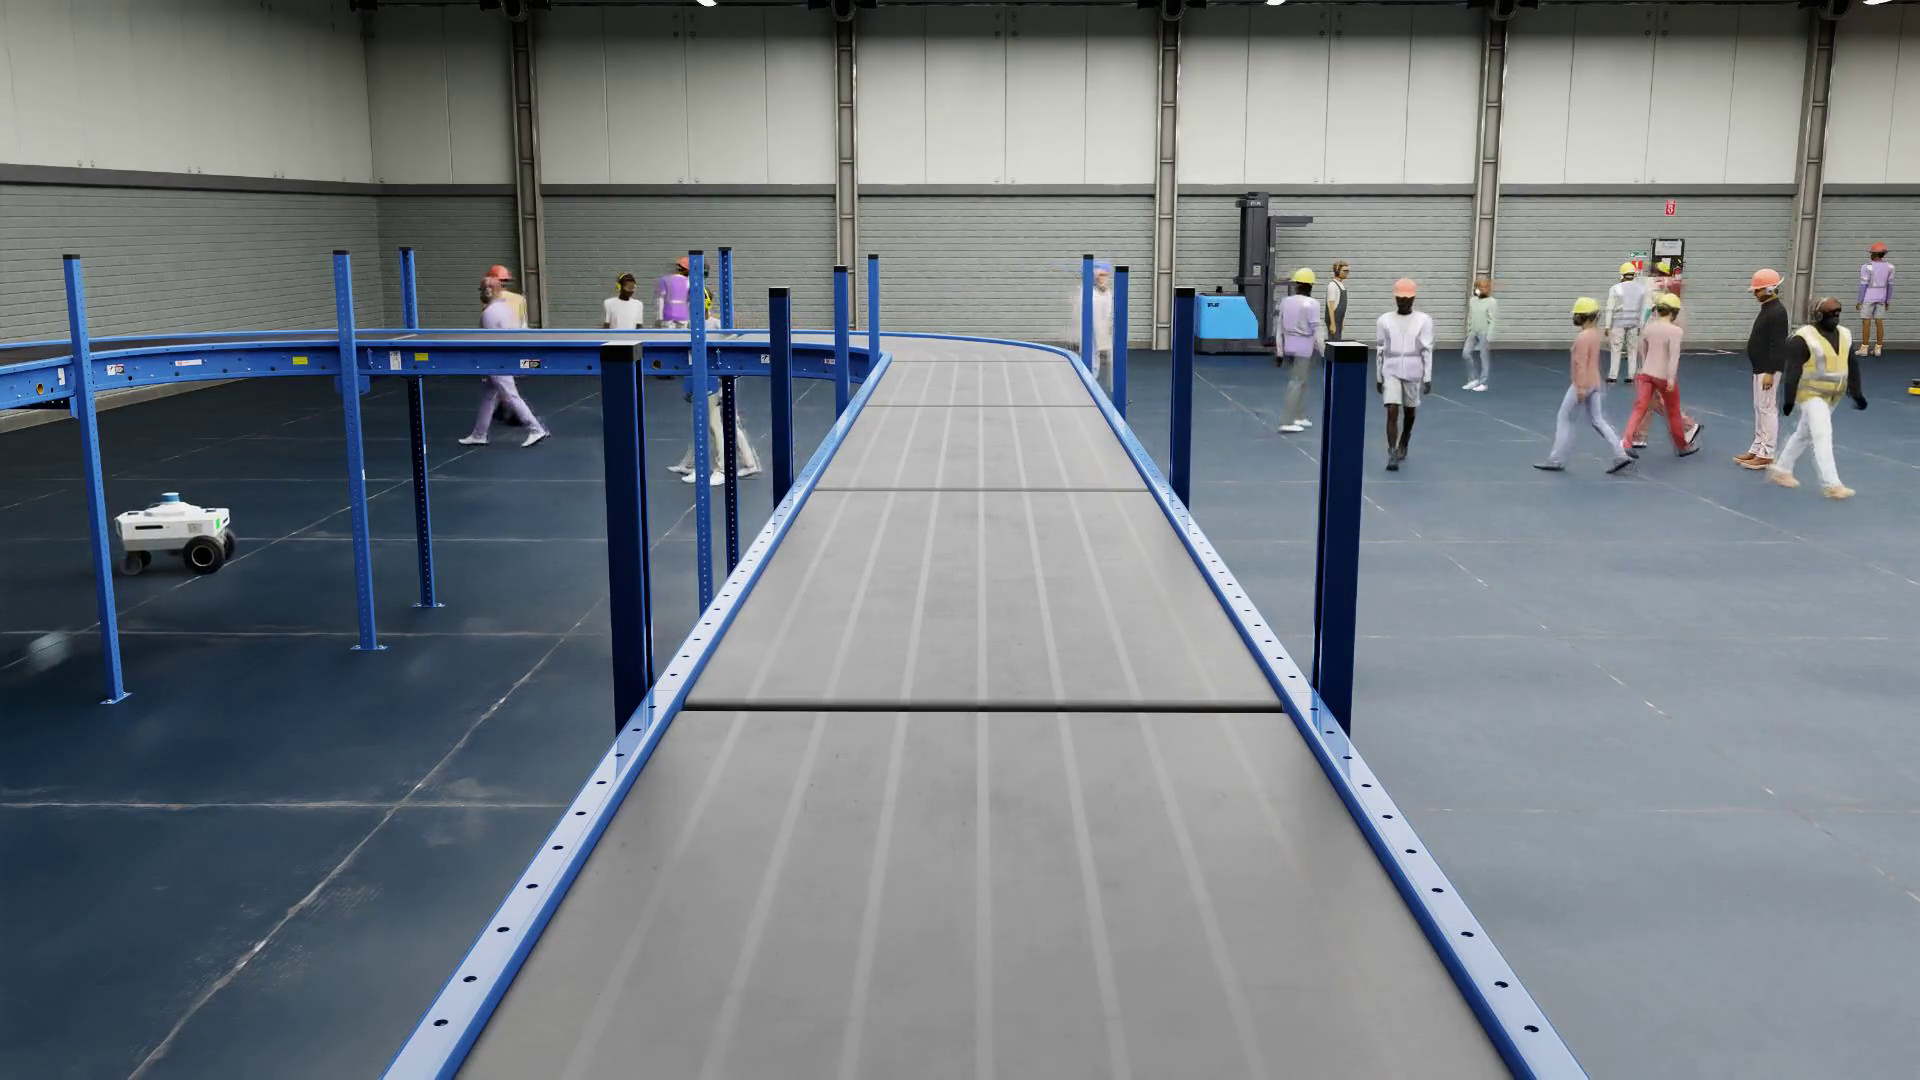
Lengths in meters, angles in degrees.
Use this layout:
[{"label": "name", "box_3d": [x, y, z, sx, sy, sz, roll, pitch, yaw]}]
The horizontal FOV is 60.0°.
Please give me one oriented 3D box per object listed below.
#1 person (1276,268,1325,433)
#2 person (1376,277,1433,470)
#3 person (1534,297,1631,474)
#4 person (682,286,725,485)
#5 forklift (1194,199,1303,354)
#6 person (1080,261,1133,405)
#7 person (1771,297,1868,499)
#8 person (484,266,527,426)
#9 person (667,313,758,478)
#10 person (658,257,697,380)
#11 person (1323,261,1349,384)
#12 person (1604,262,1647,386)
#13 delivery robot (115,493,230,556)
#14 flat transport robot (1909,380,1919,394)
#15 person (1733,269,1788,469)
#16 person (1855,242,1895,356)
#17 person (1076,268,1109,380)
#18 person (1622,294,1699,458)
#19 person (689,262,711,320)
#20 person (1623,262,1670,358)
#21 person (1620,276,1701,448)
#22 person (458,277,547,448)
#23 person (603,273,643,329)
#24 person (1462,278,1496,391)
[{"label": "person", "box_3d": [4.054, -2.216, 19.475, 0.743, 1.901, 0.597, -6, 12, -27]}, {"label": "person", "box_3d": [4.479, -1.699, 16.809, 0.549, 1.913, 0.885, 3, 11, 15]}, {"label": "person", "box_3d": [6.206, -1.522, 16.367, 0.877, 1.732, 0.537, 9, 14, 40]}, {"label": "person", "box_3d": [-2.399, -1.455, 15.652, 0.534, 1.866, 0.309, 8, 14, 36]}, {"label": "forklift", "box_3d": [5.313, -4.851, 30.603, 1.873, 2.768, 1.129, 0, 11, 1]}, {"label": "person", "box_3d": [1.894, -2.698, 21.934, 0.892, 1.911, 0.635, 10, 15, 41]}, {"label": "person", "box_3d": [7.817, -1.316, 15.169, 0.629, 1.795, 0.993, -5, 12, -23]}, {"label": "person", "box_3d": [-5.606, -2.355, 20.167, 0.856, 1.905, 0.578, 7, 13, 32]}, {"label": "person", "box_3d": [-2.372, -1.384, 15.992, 0.890, 1.587, 0.529, -1, 11, -4]}, {"label": "person", "box_3d": [-4.389, -3.431, 25.793, 0.665, 1.885, 0.364, 0, 11, -2]}, {"label": "person", "box_3d": [5.659, -3.267, 25.018, 0.332, 1.844, 0.508, 6, 12, 27]}, {"label": "person", "box_3d": [9.955, -3.237, 24.930, 0.596, 1.824, 0.403, -1, 11, -5]}, {"label": "delivery robot", "box_3d": [-5.635, -0.096, 11.915, 0.707, 0.478, 0.477, -2, 11, -12]}, {"label": "flat transport robot", "box_3d": [14.176, -2.114, 23.261, 0.652, 0.197, 1.431, -9, 14, -38]}, {"label": "person", "box_3d": [8.059, -1.716, 16.690, 0.404, 1.984, 0.612, 3, 11, 16]}, {"label": "person", "box_3d": [16.519, -4.353, 30.090, 0.616, 2.041, 0.380, -1, 11, -3]}, {"label": "person", "box_3d": [1.663, -2.490, 20.985, 0.433, 1.864, 0.698, -2, 11, -11]}, {"label": "person", "box_3d": [7.312, -1.707, 17.343, 0.926, 1.705, 0.535, -5, 12, -24]}, {"label": "person", "box_3d": [-4.190, -3.624, 26.995, 0.970, 1.778, 0.644, -5, 12, -23]}, {"label": "person", "box_3d": [12.077, -4.022, 29.225, 0.697, 1.719, 0.383, 10, 15, 41]}, {"label": "person", "box_3d": [7.581, -1.907, 17.961, 0.820, 1.877, 0.661, 6, 13, 29]}, {"label": "person", "box_3d": [-5.020, -1.944, 18.201, 1.011, 1.862, 0.656, 0, 11, 1]}, {"label": "person", "box_3d": [-3.934, -2.207, 19.591, 0.539, 1.835, 0.777, -7, 13, -34]}, {"label": "person", "box_3d": [7.457, -2.952, 23.962, 0.454, 1.614, 0.531, -7, 13, -31]}]
